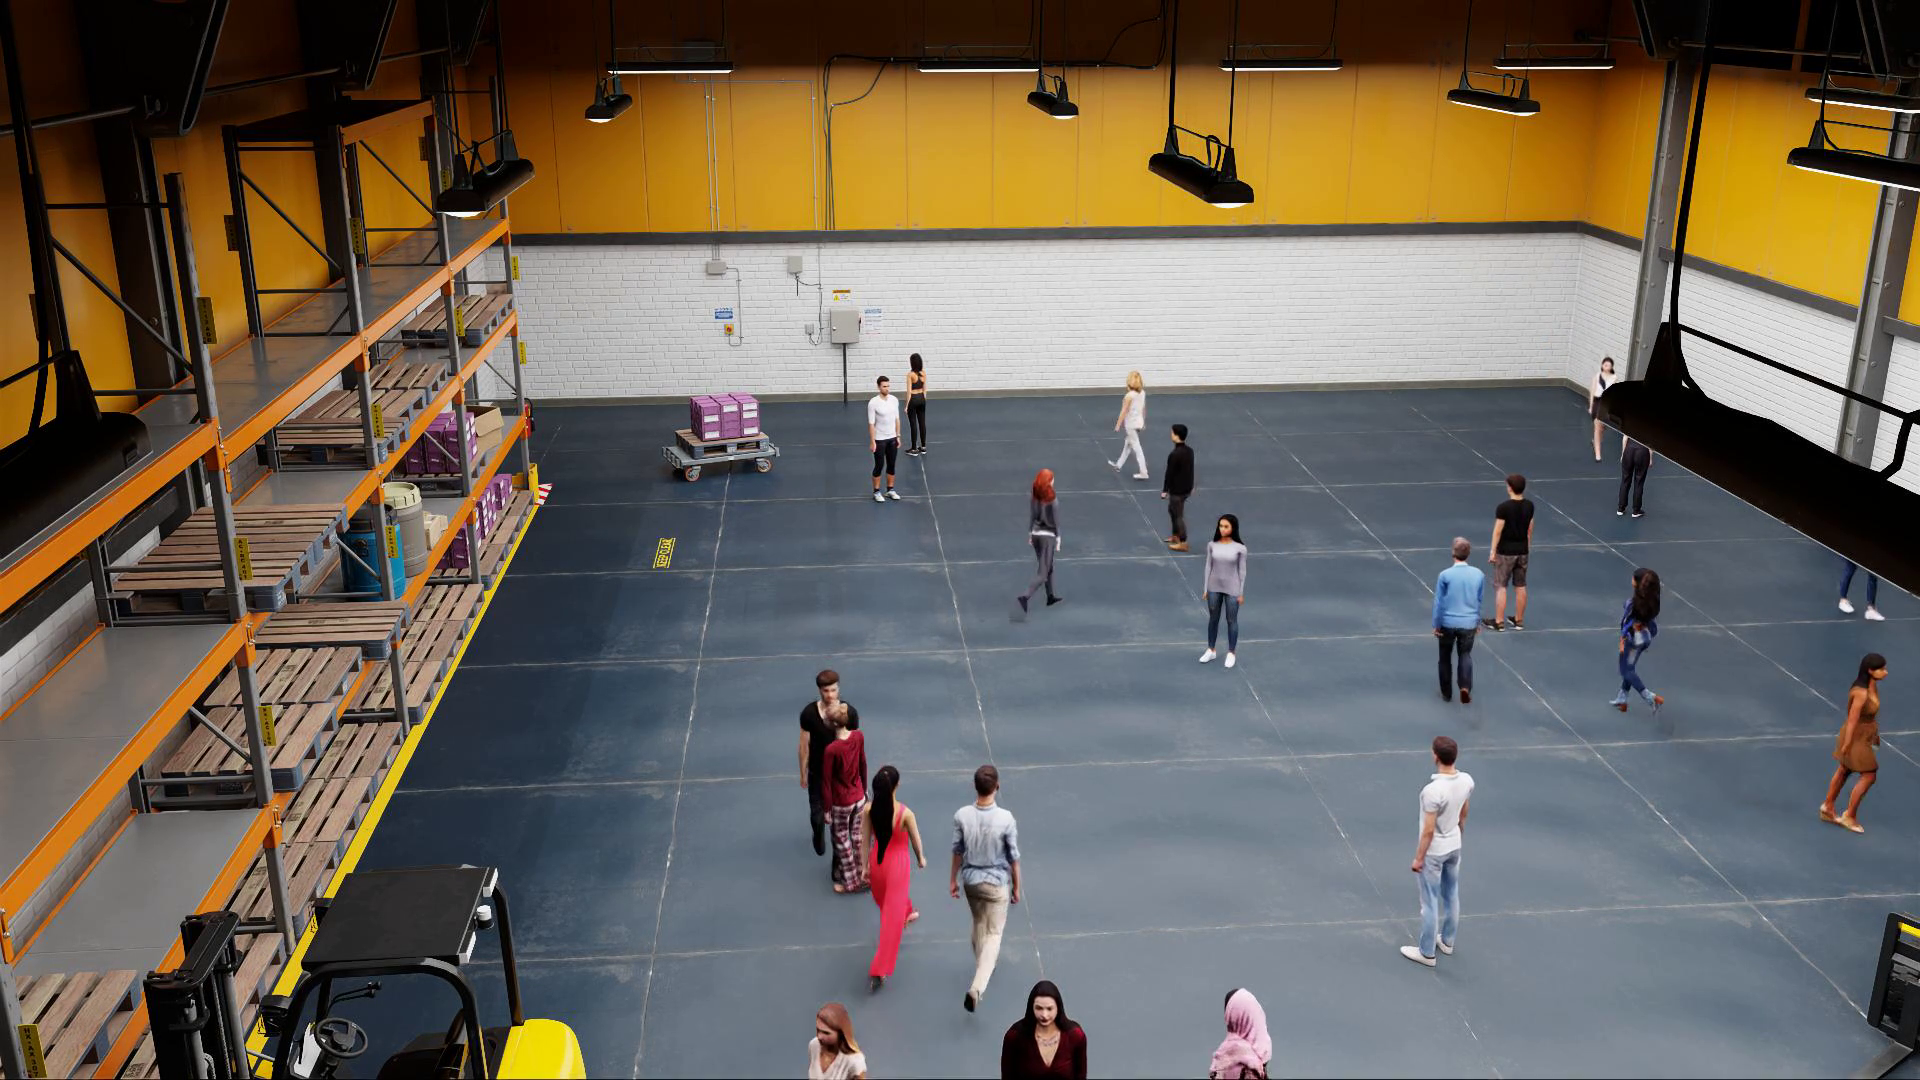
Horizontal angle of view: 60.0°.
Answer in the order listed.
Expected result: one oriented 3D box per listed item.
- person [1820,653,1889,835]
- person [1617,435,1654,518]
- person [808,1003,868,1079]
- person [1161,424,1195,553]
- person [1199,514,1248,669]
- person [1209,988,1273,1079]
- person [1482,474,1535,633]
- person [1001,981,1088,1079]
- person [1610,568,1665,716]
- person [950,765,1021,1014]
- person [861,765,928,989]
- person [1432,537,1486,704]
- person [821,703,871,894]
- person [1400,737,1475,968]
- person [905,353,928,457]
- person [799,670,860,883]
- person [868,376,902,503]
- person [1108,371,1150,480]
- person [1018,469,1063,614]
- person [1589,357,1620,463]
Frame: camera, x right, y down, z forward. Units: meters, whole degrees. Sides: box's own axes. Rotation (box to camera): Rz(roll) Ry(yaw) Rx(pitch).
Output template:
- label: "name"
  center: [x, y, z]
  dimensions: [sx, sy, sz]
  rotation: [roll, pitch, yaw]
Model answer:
- label: "person"
  center: [7.870, 1.767, 14.766]
  dimensions: [0.772, 1.675, 0.712]
  rotation: [13, 23, 34]
- label: "person"
  center: [9.534, -1.198, 23.457]
  dimensions: [0.663, 1.747, 0.716]
  rotation: [14, 23, 36]
- label: "person"
  center: [-0.670, 3.424, 9.829]
  dimensions: [0.775, 1.687, 0.843]
  rotation: [12, 22, 31]
- label: "person"
  center: [2.961, -0.676, 21.964]
  dimensions: [0.864, 1.710, 0.795]
  rotation: [11, 22, 30]
- label: "person"
  center: [2.920, 0.543, 18.310]
  dimensions: [0.692, 1.734, 0.704]
  rotation: [9, 21, 26]
- label: "person"
  center: [1.713, 3.448, 9.864]
  dimensions: [0.879, 1.618, 0.824]
  rotation: [16, 24, 39]
- label: "person"
  center: [6.416, 0.145, 19.304]
  dimensions: [0.706, 1.853, 0.638]
  rotation: [-5, 19, -15]
- label: "person"
  center: [0.499, 3.378, 9.855]
  dimensions: [0.659, 1.757, 0.590]
  rotation: [-1, 19, -3]
- label: "person"
  center: [6.943, 1.066, 16.959]
  dimensions: [0.832, 1.605, 0.997]
  rotation: [-10, 21, -27]
- label: "person"
  center: [0.167, 2.564, 12.167]
  dimensions: [0.961, 1.824, 1.180]
  rotation: [5, 19, 16]
- label: "person"
  center: [-0.560, 2.554, 12.436]
  dimensions: [0.970, 1.671, 1.247]
  rotation: [8, 20, 23]
- label: "person"
  center: [5.178, 0.873, 17.217]
  dimensions: [0.751, 1.806, 0.923]
  rotation: [1, 19, 4]
- label: "person"
  center: [-0.921, 2.122, 13.684]
  dimensions: [0.769, 1.693, 0.830]
  rotation: [-17, 25, -41]
- label: "person"
  center: [3.676, 2.365, 12.710]
  dimensions: [0.730, 1.855, 0.725]
  rotation: [-13, 22, -33]
- label: "person"
  center: [-0.691, -2.174, 26.519]
  dimensions: [0.625, 1.644, 0.645]
  rotation: [-14, 23, -35]
- label: "person"
  center: [-1.097, 1.919, 13.985]
  dimensions: [0.700, 1.886, 0.826]
  rotation: [-3, 19, -8]
- label: "person"
  center: [-1.095, -1.486, 24.156]
  dimensions: [0.740, 1.848, 0.742]
  rotation: [-12, 22, -33]
- label: "person"
  center: [2.689, -1.701, 25.135]
  dimensions: [1.088, 1.630, 1.032]
  rotation: [14, 23, 36]
- label: "person"
  center: [0.951, 0.040, 19.764]
  dimensions: [1.072, 1.758, 1.066]
  rotation: [-18, 25, -42]
- label: "person"
  center: [10.143, -2.081, 26.273]
  dimensions: [0.744, 1.624, 1.087]
  rotation: [3, 19, 9]
